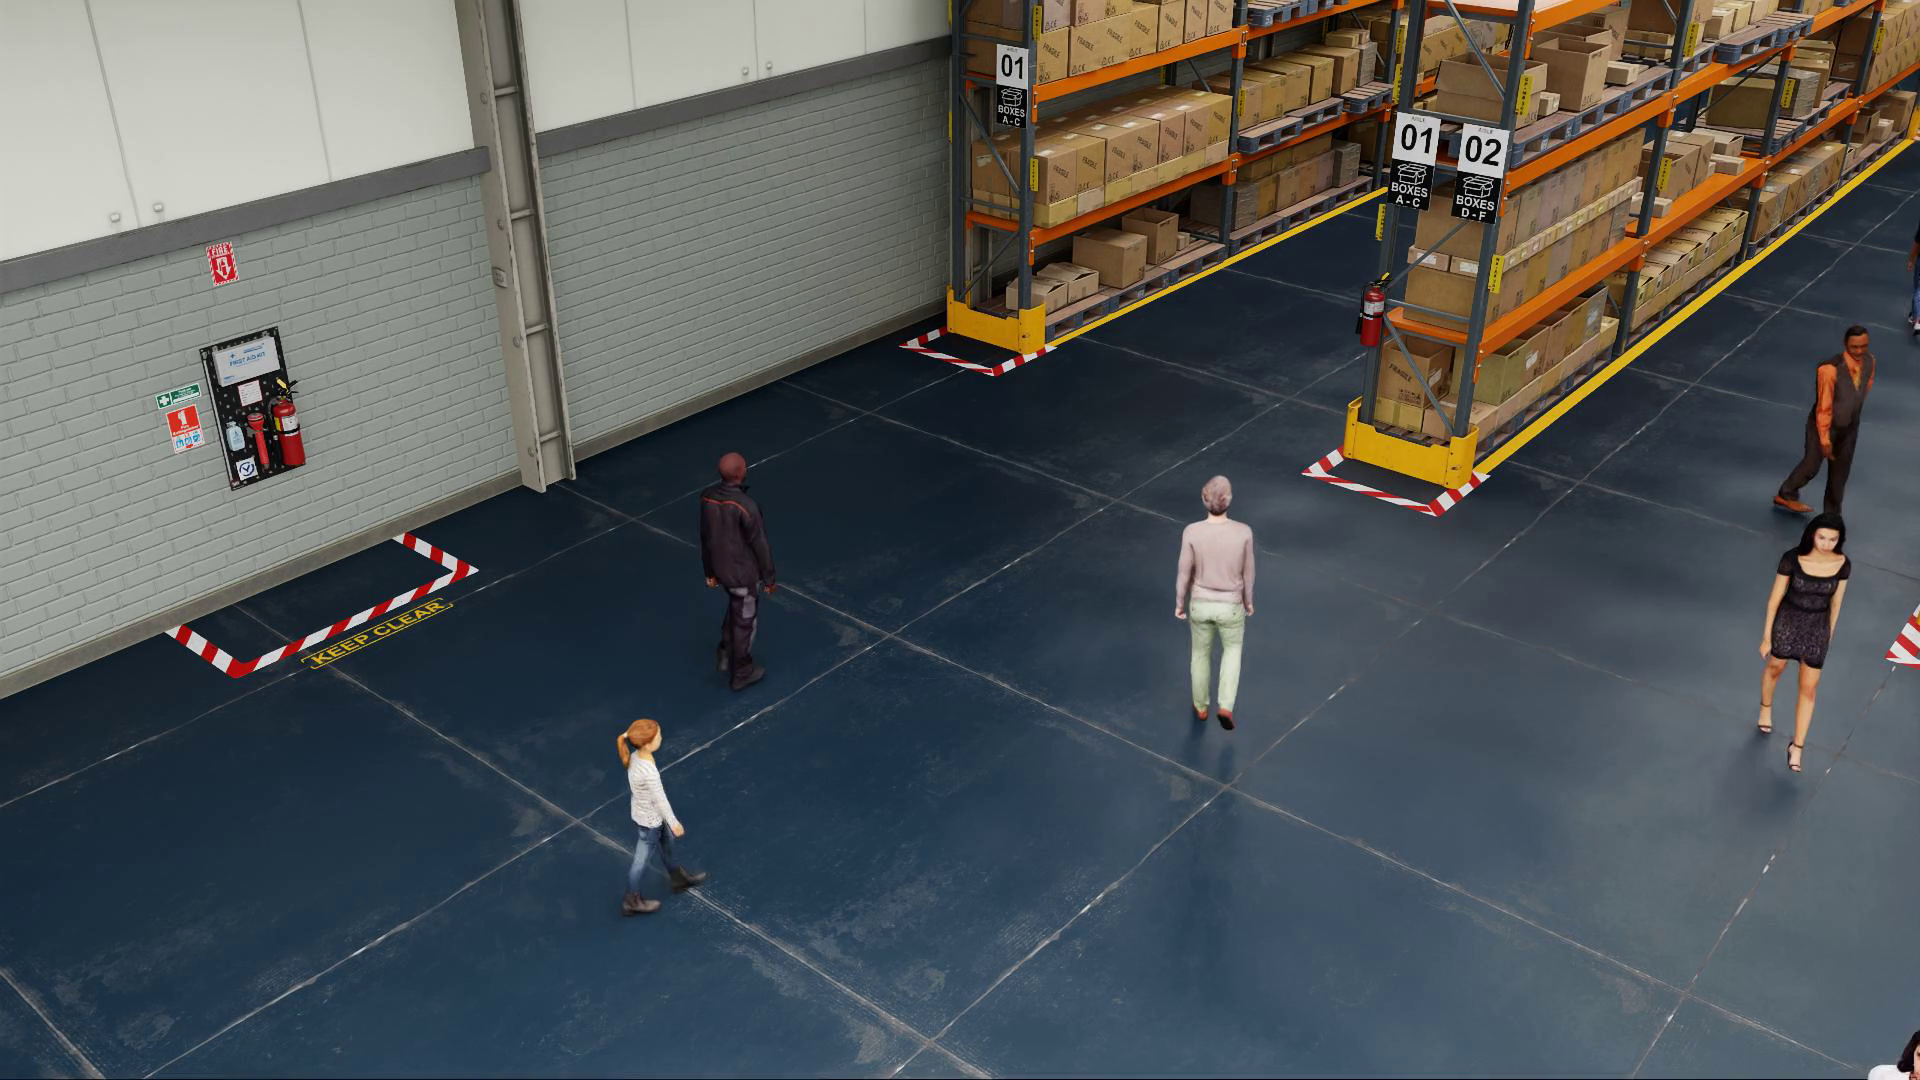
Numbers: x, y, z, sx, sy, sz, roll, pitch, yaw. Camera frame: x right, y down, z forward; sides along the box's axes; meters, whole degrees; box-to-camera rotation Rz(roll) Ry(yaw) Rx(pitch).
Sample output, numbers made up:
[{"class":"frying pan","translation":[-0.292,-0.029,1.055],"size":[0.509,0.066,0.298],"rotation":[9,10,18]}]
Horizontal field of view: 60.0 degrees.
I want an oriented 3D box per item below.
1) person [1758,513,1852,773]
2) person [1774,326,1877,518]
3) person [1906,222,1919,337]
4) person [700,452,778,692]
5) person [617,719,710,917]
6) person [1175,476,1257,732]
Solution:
[{"class":"person","translation":[5.590,0.585,11.109],"size":[0.866,1.753,1.097],"rotation":[8,29,15]},{"class":"person","translation":[7.259,-0.965,13.921],"size":[1.193,1.846,1.235],"rotation":[-8,29,-14]},{"class":"person","translation":[10.494,-2.977,17.981],"size":[0.813,1.580,1.162],"rotation":[10,30,19]},{"class":"person","translation":[-1.626,0.253,11.665],"size":[0.692,1.816,0.655],"rotation":[20,34,33]},{"class":"person","translation":[-1.871,1.636,9.621],"size":[0.846,1.297,0.692],"rotation":[-10,30,-18]},{"class":"person","translation":[1.727,0.488,11.177],"size":[0.954,1.860,1.043],"rotation":[2,28,4]}]
